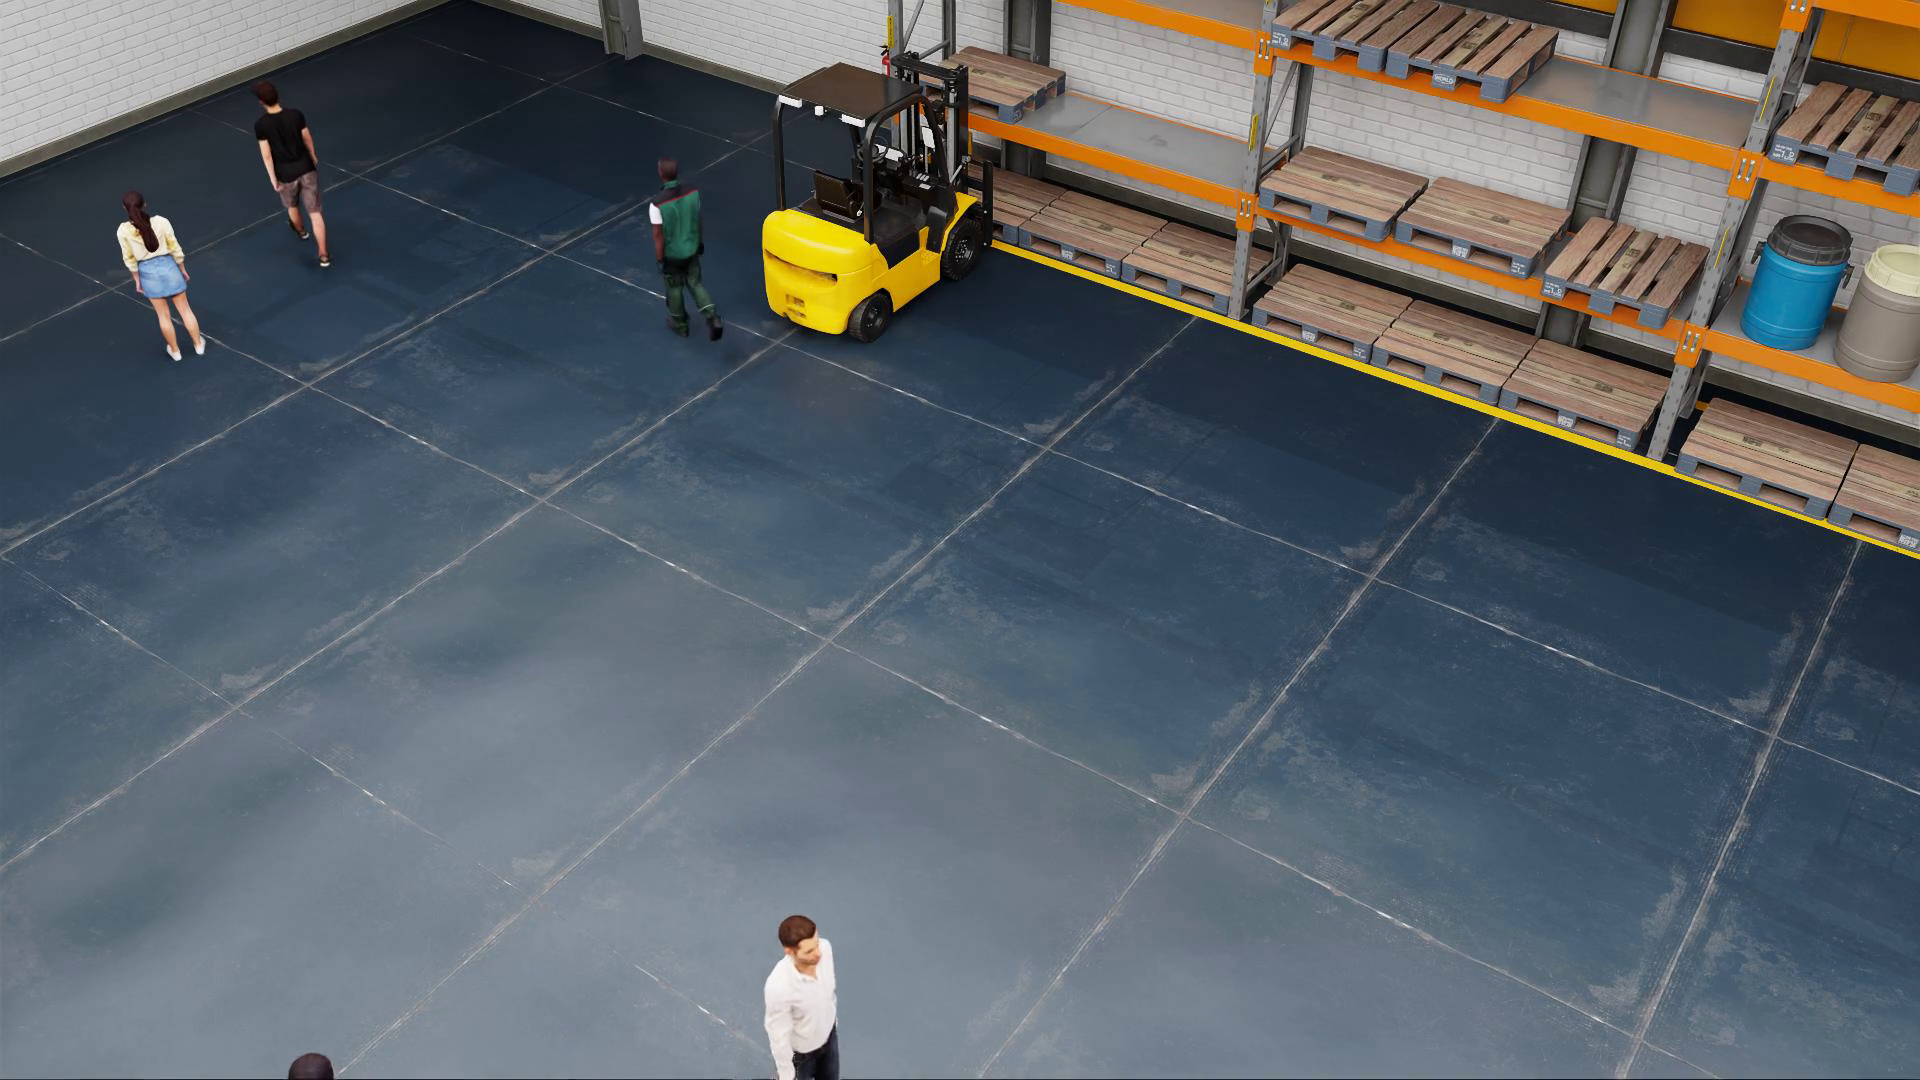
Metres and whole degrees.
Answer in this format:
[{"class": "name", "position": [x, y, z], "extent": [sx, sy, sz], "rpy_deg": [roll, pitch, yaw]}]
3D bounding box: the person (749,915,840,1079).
[{"class": "person", "position": [-0.862, 2.559, 8.571], "extent": [0.920, 1.858, 0.691], "rpy_deg": [21, 43, 24]}]

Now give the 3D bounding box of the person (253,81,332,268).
[{"class": "person", "position": [-6.463, -3.529, 16.236], "extent": [1.028, 1.806, 1.315], "rpy_deg": [-19, 43, -23]}]

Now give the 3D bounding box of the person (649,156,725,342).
[{"class": "person", "position": [-2.488, -2.561, 15.014], "extent": [0.857, 1.818, 1.109], "rpy_deg": [-28, 46, -30]}]

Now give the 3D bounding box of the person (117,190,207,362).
[{"class": "person", "position": [-7.190, -2.378, 14.936], "extent": [0.716, 1.630, 0.686], "rpy_deg": [-20, 43, -23]}]
